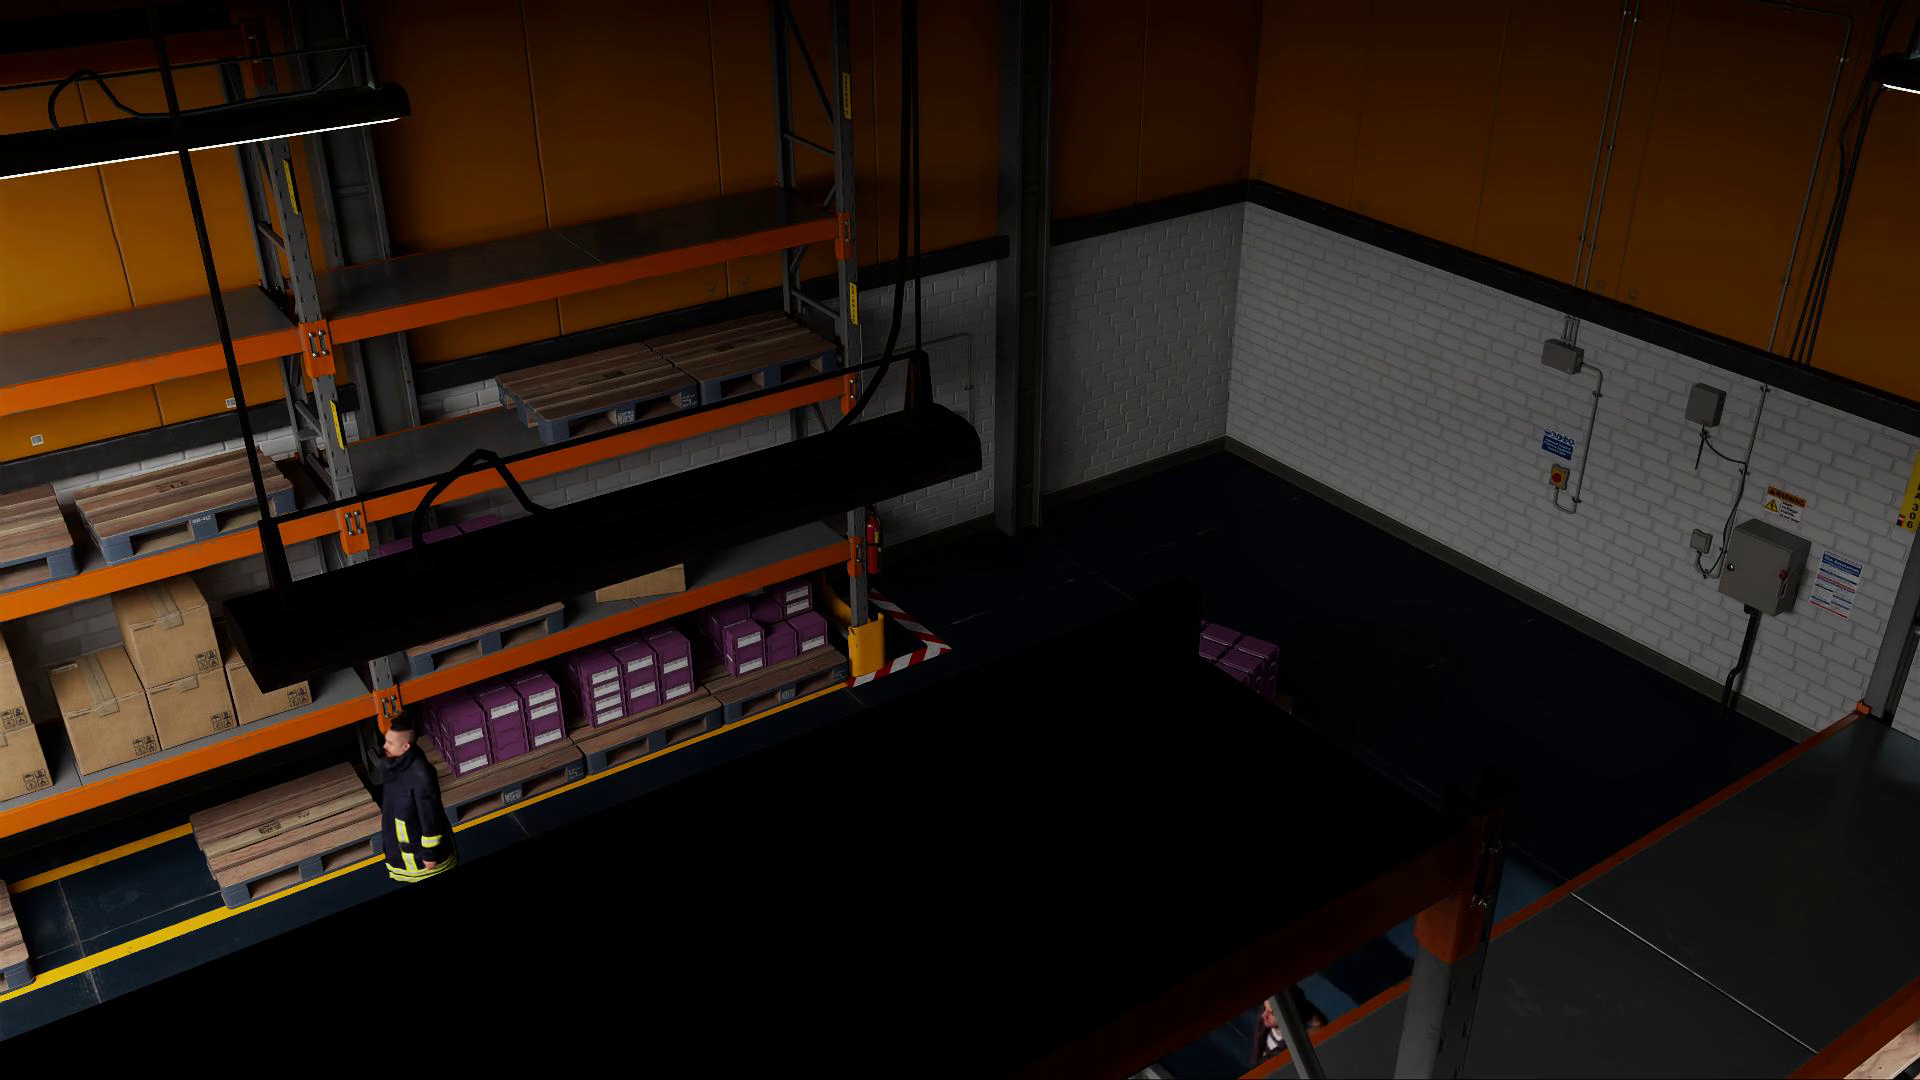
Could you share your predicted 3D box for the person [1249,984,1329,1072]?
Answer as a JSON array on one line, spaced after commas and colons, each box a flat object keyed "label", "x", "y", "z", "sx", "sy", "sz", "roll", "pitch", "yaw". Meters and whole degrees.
[{"label": "person", "x": 1.812, "y": 3.121, "z": 9.039, "sx": 1.242, "sy": 1.792, "sz": 0.911, "roll": -11, "pitch": 31, "yaw": -20}]

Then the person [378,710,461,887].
[{"label": "person", "x": -3.625, "y": 1.944, "z": 11.126, "sx": 0.730, "sy": 1.860, "sz": 0.782, "roll": -24, "pitch": 37, "yaw": -37}]
